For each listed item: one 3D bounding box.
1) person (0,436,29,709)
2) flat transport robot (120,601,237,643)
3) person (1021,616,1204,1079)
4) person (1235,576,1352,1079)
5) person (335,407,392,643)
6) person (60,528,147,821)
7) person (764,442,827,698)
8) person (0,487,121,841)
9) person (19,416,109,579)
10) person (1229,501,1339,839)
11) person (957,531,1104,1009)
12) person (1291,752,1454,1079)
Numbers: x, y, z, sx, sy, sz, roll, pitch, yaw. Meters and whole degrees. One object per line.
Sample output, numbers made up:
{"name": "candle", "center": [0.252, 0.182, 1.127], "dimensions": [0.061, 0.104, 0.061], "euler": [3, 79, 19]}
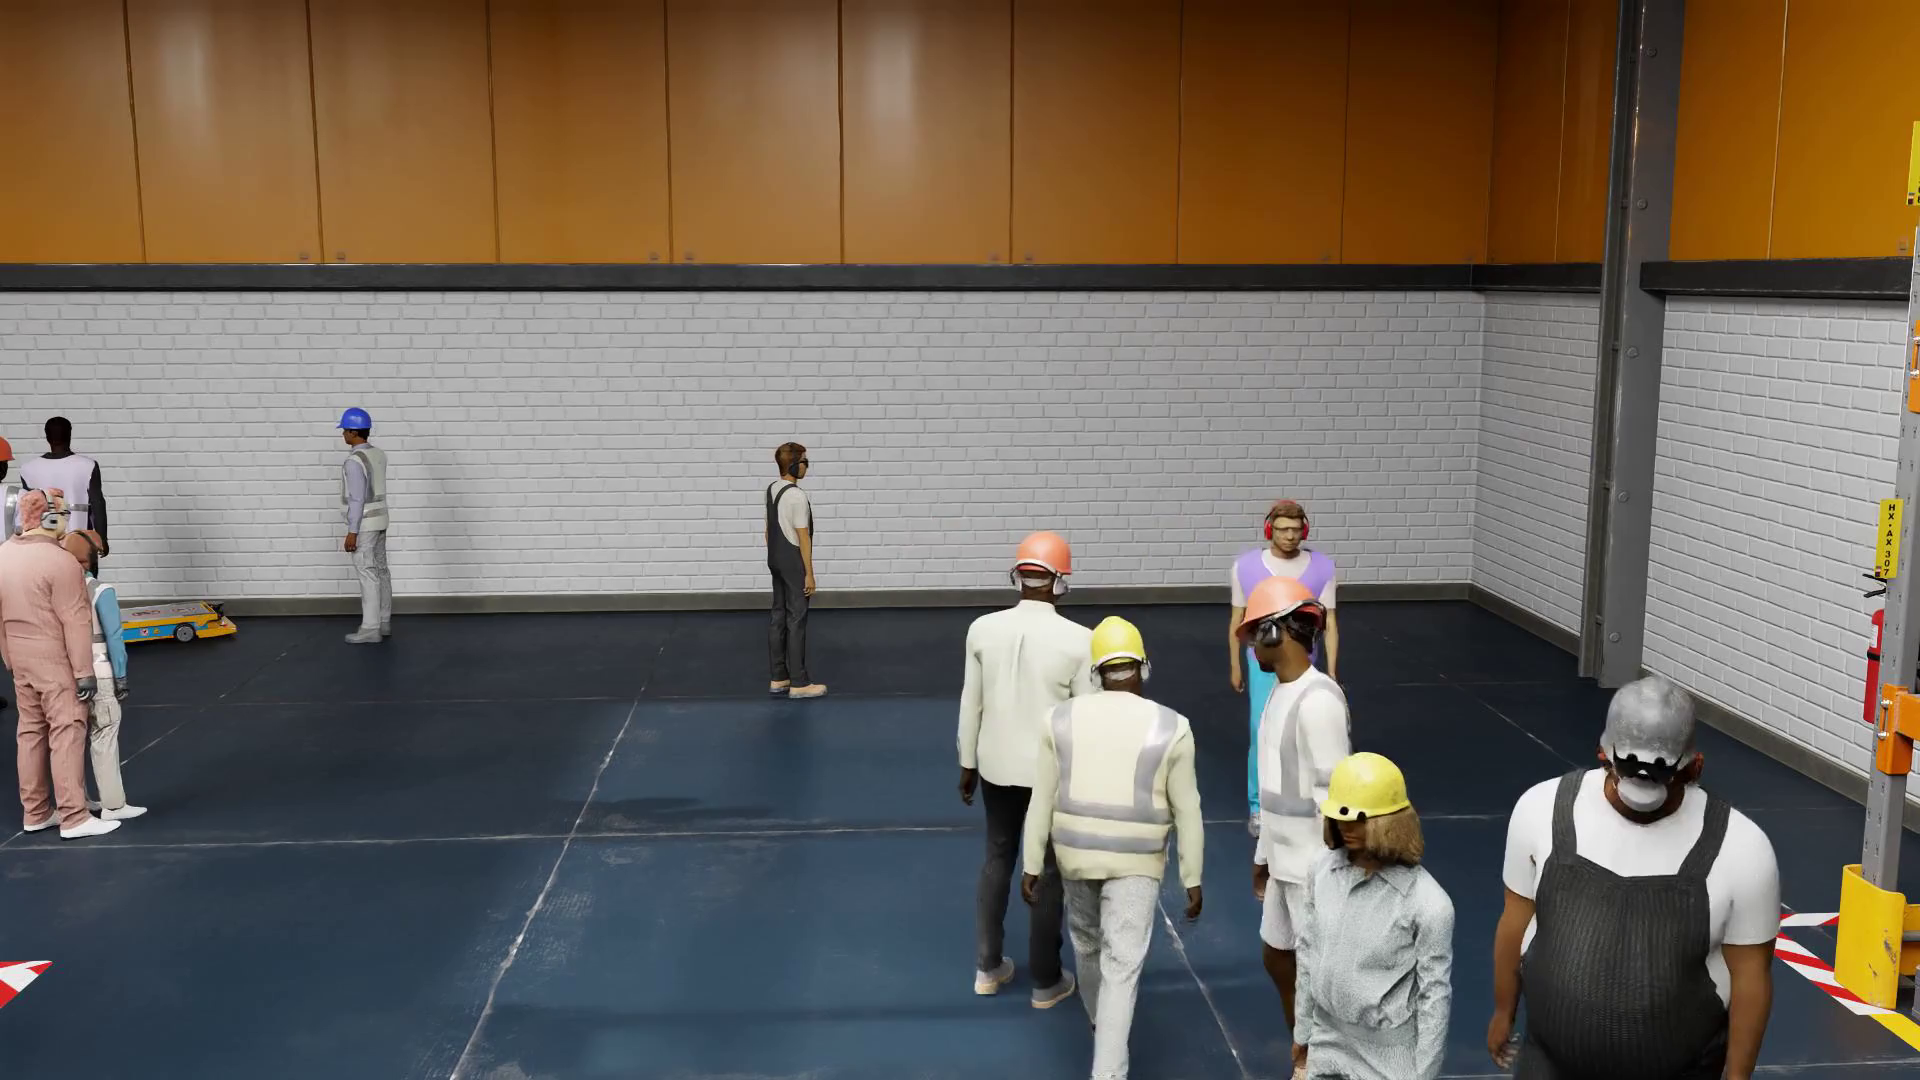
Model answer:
{"name": "person", "center": [-6.645, 0.241, 11.530], "dimensions": [0.551, 1.935, 0.375], "euler": [-1, 9, -9]}
{"name": "flat transport robot", "center": [-6.832, 0.711, 13.793], "dimensions": [1.431, 0.197, 0.652], "euler": [-6, 11, -33]}
{"name": "person", "center": [0.581, 1.184, 6.189], "dimensions": [0.647, 1.767, 0.993], "euler": [4, 10, 21]}
{"name": "person", "center": [1.196, 1.149, 5.726], "dimensions": [0.378, 1.992, 0.825], "euler": [-1, 9, -7]}
{"name": "person", "center": [-4.932, -0.123, 13.779], "dimensions": [0.389, 1.949, 0.603], "euler": [0, 9, 1]}
{"name": "person", "center": [-4.824, 0.754, 9.222], "dimensions": [0.522, 1.645, 0.306], "euler": [3, 10, 21]}
{"name": "person", "center": [-1.209, 0.214, 11.985], "dimensions": [0.345, 1.846, 0.507], "euler": [-7, 12, -38]}
{"name": "person", "center": [-4.888, 0.663, 8.984], "dimensions": [0.652, 1.904, 0.402], "euler": [4, 10, 26]}
{"name": "person", "center": [-7.105, -0.023, 13.242], "dimensions": [0.587, 1.919, 0.391], "euler": [-2, 9, -14]}
{"name": "person", "center": [1.759, 0.699, 8.994], "dimensions": [0.569, 1.822, 0.645], "euler": [0, 9, 0]}
{"name": "person", "center": [0.320, 0.950, 6.996], "dimensions": [0.655, 1.968, 0.489], "euler": [5, 10, 28]}
{"name": "person", "center": [1.118, 1.434, 4.648], "dimensions": [0.324, 1.741, 0.492], "euler": [-7, 12, -38]}
